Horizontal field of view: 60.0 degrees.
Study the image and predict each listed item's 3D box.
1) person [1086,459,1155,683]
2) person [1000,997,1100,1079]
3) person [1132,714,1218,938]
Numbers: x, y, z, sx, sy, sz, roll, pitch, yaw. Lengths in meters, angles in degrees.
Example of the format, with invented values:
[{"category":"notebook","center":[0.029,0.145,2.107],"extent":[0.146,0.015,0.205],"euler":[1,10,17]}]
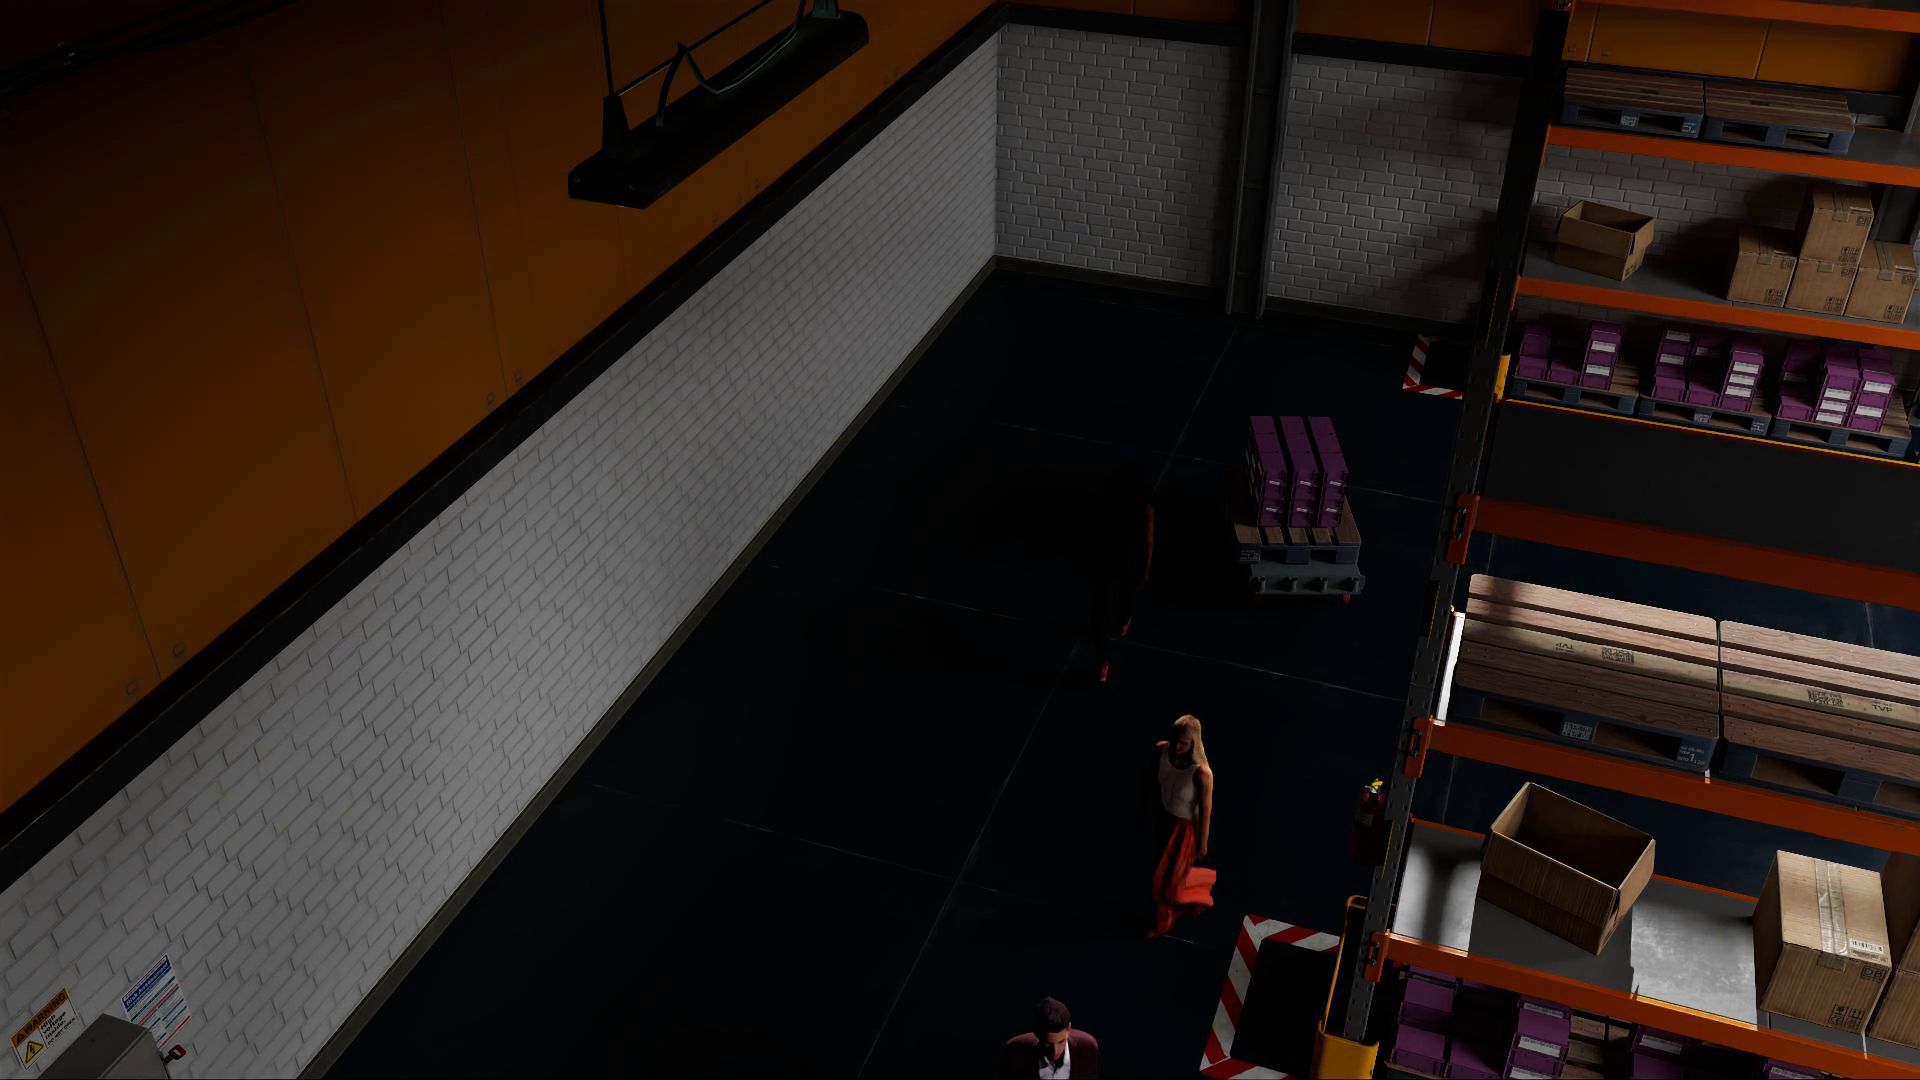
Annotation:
[{"category":"person","center":[1.175,0.240,12.618],"extent":[1.215,1.771,0.934],"euler":[3,34,5]},{"category":"person","center":[0.444,2.975,8.420],"extent":[0.711,1.864,0.834],"euler":[-6,34,-9]},{"category":"person","center":[1.427,1.747,10.333],"extent":[0.936,1.791,0.899],"euler":[-21,39,-29]}]
